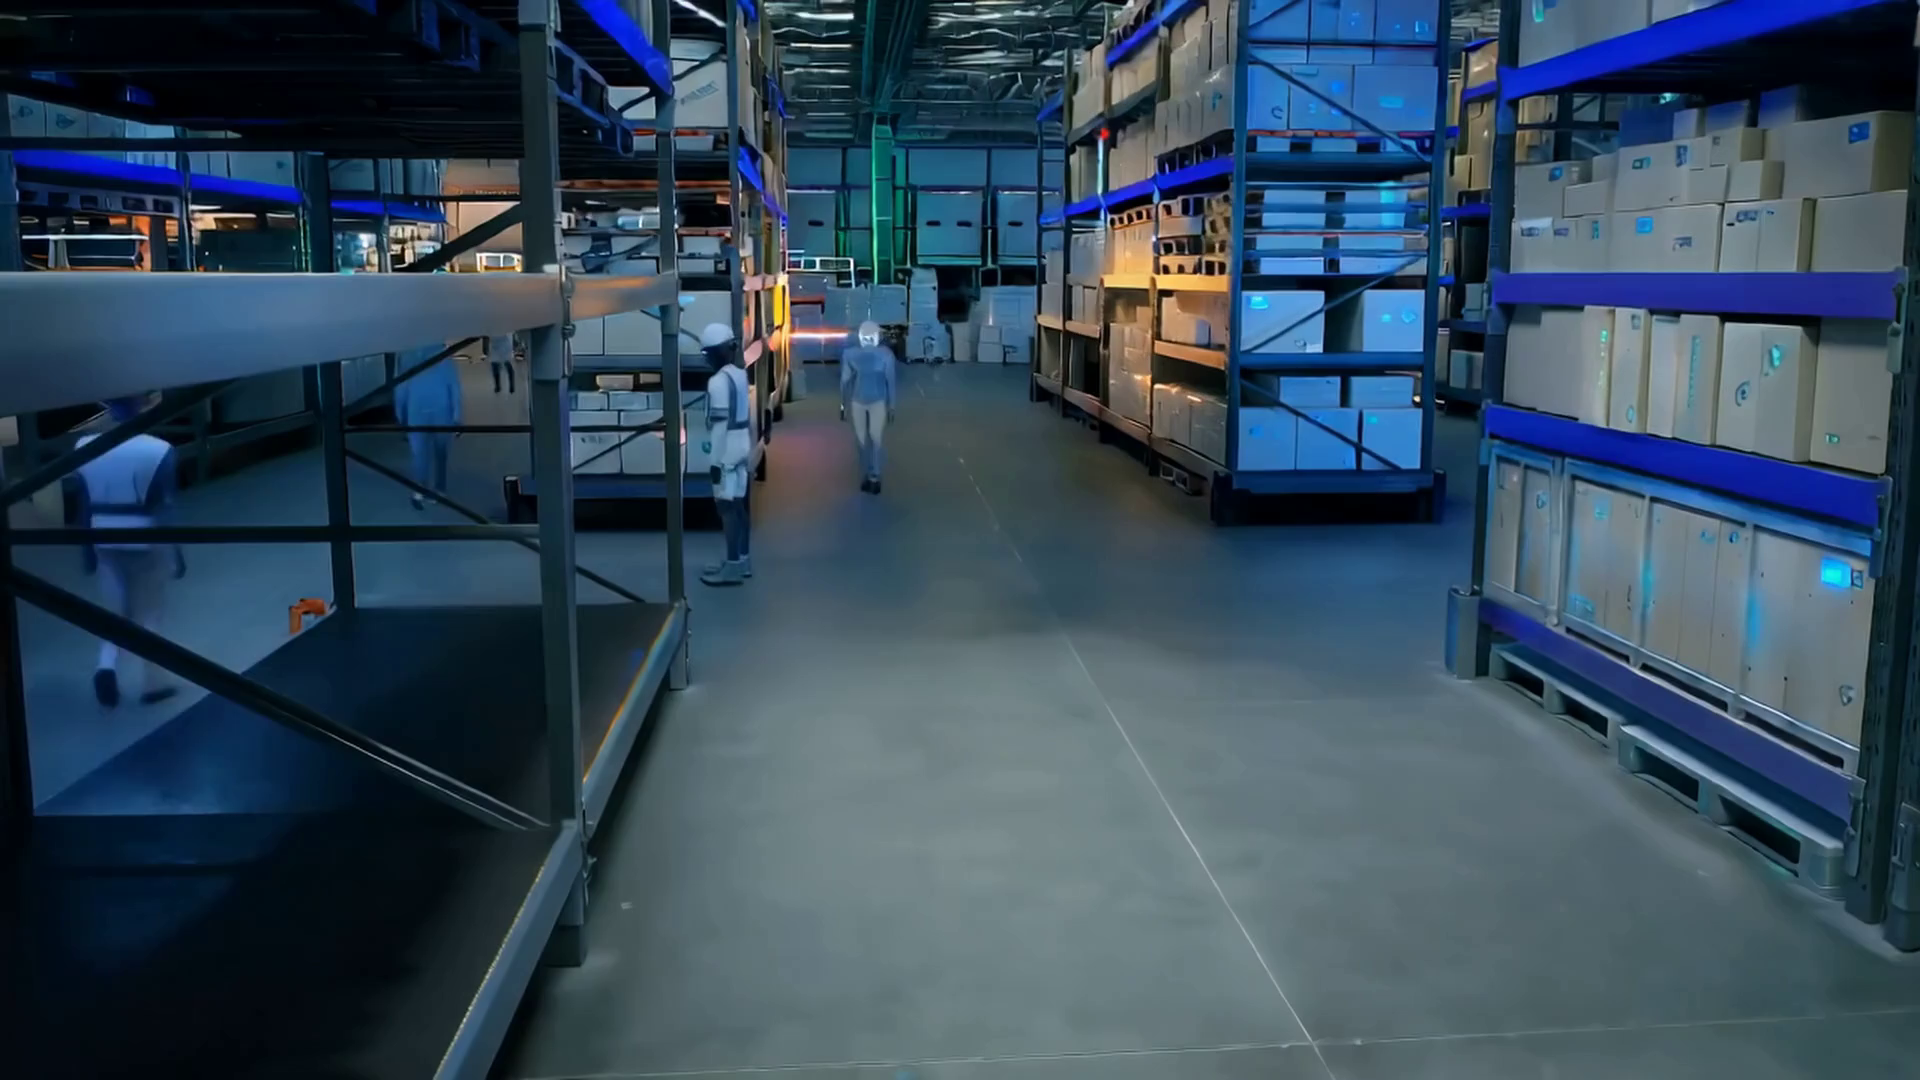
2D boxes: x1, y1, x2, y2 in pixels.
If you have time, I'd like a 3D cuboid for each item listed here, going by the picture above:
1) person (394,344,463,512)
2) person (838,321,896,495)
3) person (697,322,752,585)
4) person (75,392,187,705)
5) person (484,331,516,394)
[{"bbox_3d":[-5.446,-1.232,17.060,0.677,1.850,0.996,-2,9,-14],"label":"person"},{"bbox_3d":[-1.029,-1.442,18.273,0.629,1.886,0.990,1,9,4],"label":"person"},{"bbox_3d":[-1.836,-0.668,12.949,0.384,2.040,0.614,2,9,12],"label":"person"},{"bbox_3d":[-4.571,0.039,9.189,0.593,1.822,0.552,1,9,4],"label":"person"},{"bbox_3d":[-9.325,-3.906,33.710,0.621,1.916,0.664,-8,12,-42],"label":"person"}]
